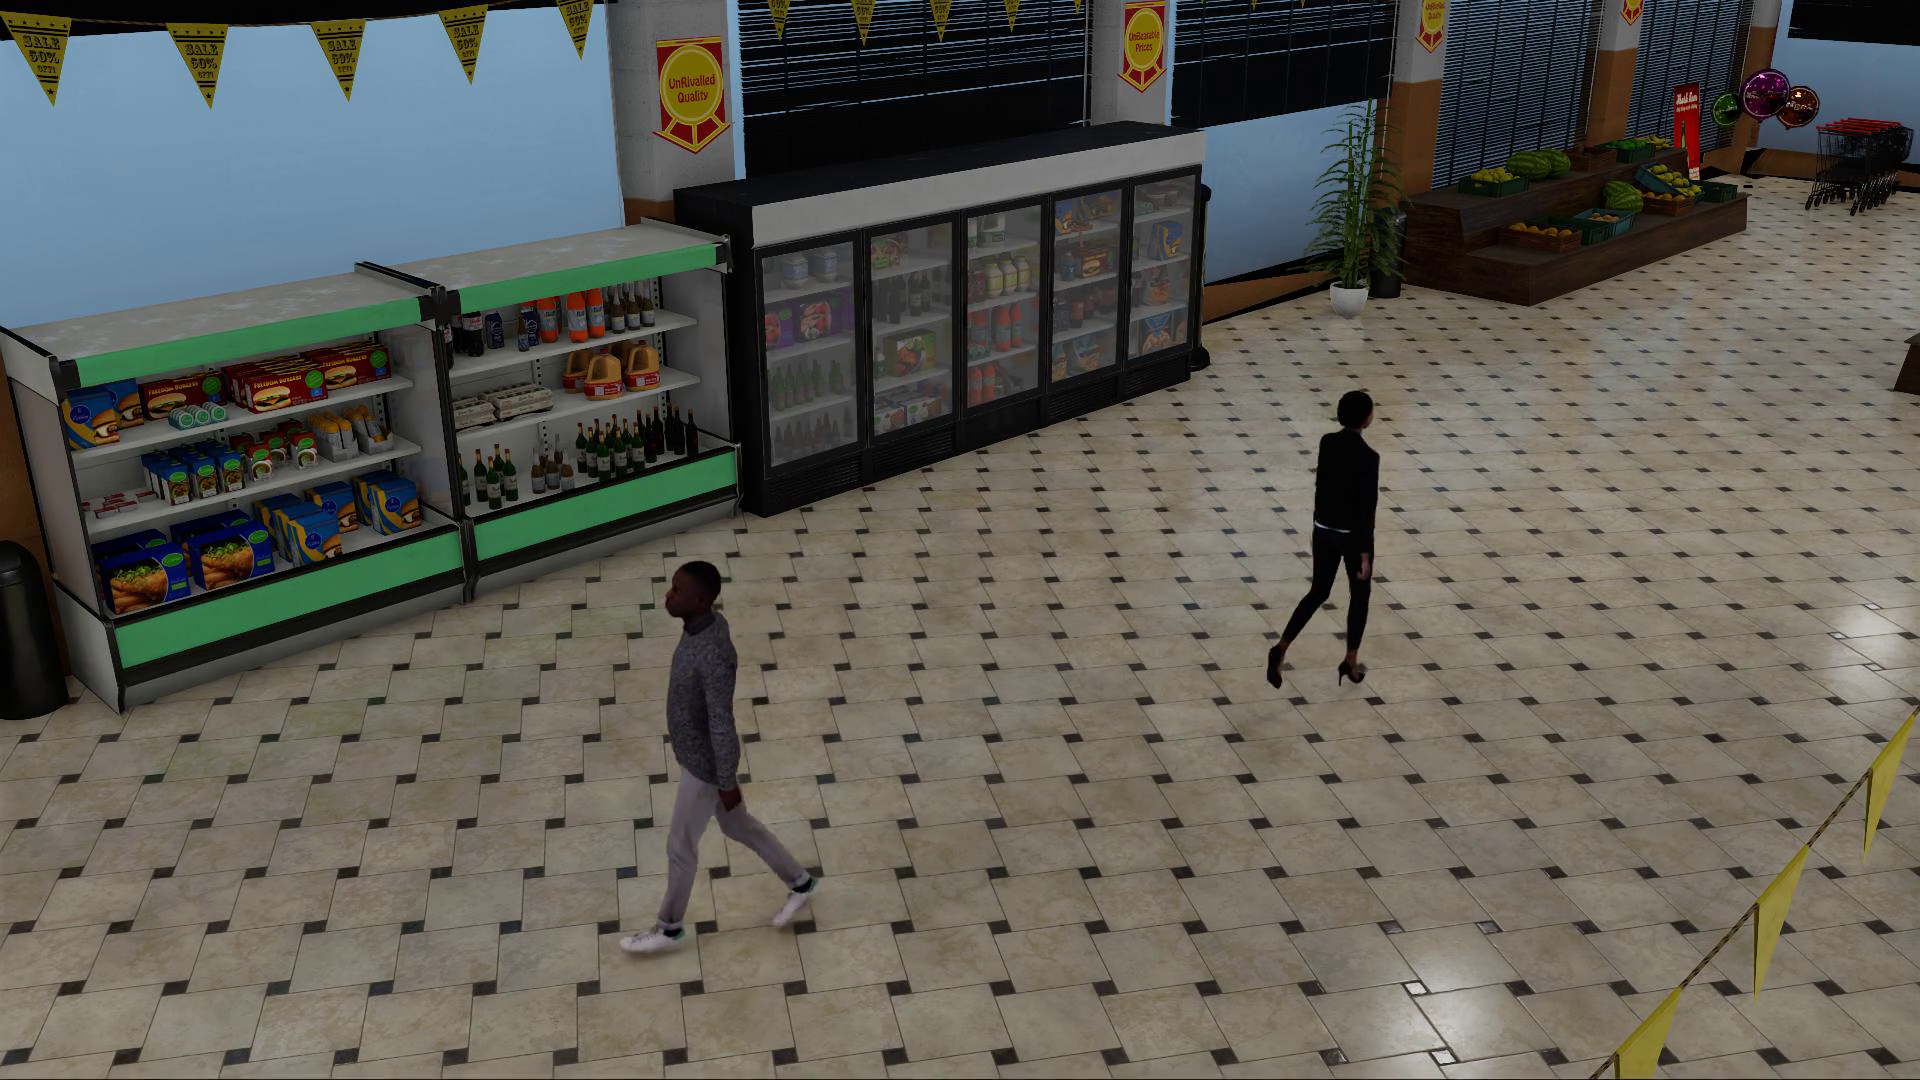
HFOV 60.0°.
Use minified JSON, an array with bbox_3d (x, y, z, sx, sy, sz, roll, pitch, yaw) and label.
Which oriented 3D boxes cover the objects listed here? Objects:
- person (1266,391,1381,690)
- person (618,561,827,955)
[{"bbox_3d":[2.062,0.067,9.279,1.073,1.810,0.697,-16,27,-34],"label":"person"},{"bbox_3d":[-0.978,0.935,7.113,1.281,1.814,1.079,-6,23,-14],"label":"person"}]
